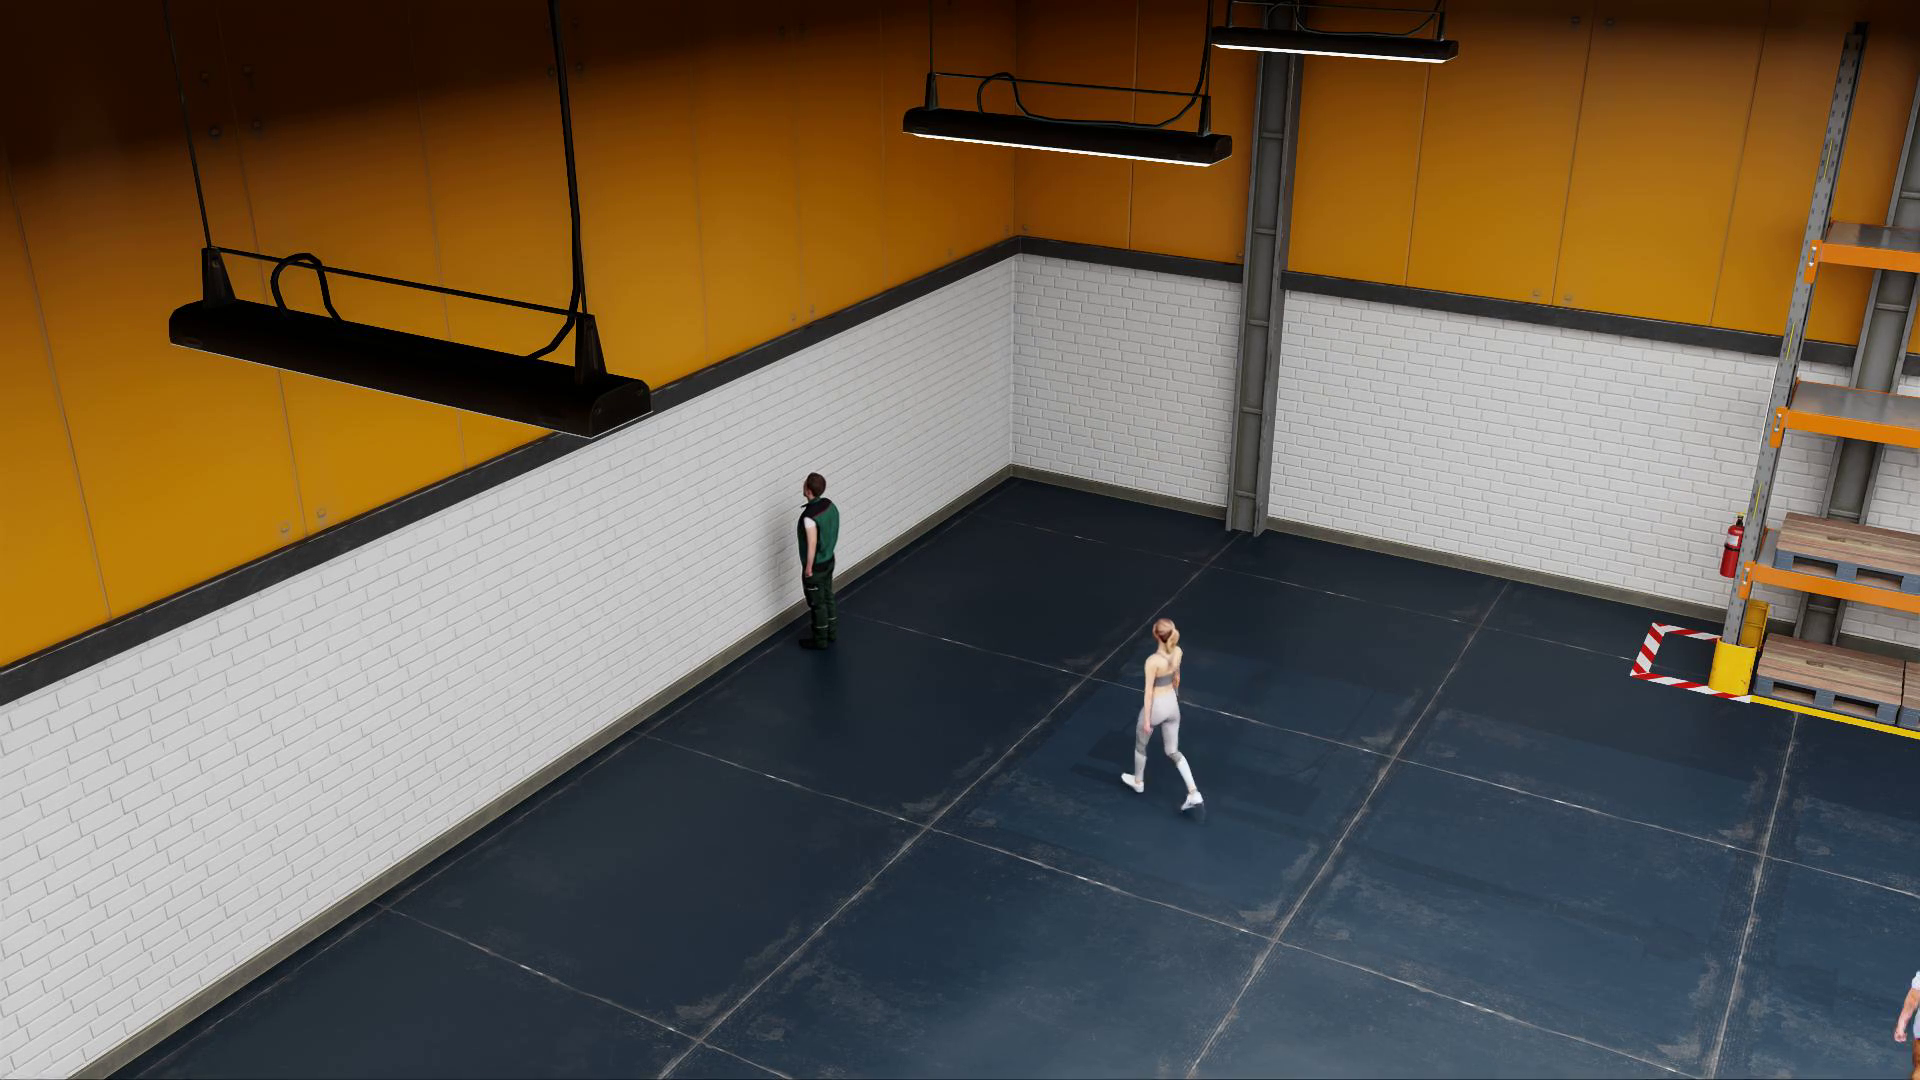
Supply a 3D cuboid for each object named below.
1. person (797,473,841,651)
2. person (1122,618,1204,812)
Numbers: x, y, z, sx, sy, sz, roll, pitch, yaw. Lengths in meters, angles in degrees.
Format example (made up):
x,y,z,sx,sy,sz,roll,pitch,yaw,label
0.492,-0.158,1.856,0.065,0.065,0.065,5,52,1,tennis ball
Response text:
x,y,z,sx,sy,sz,roll,pitch,yaw,label
-1.395,0.198,16.302,0.605,1.842,0.656,10,25,21,person
1.712,1.456,13.637,0.890,1.671,1.176,-16,28,-32,person
